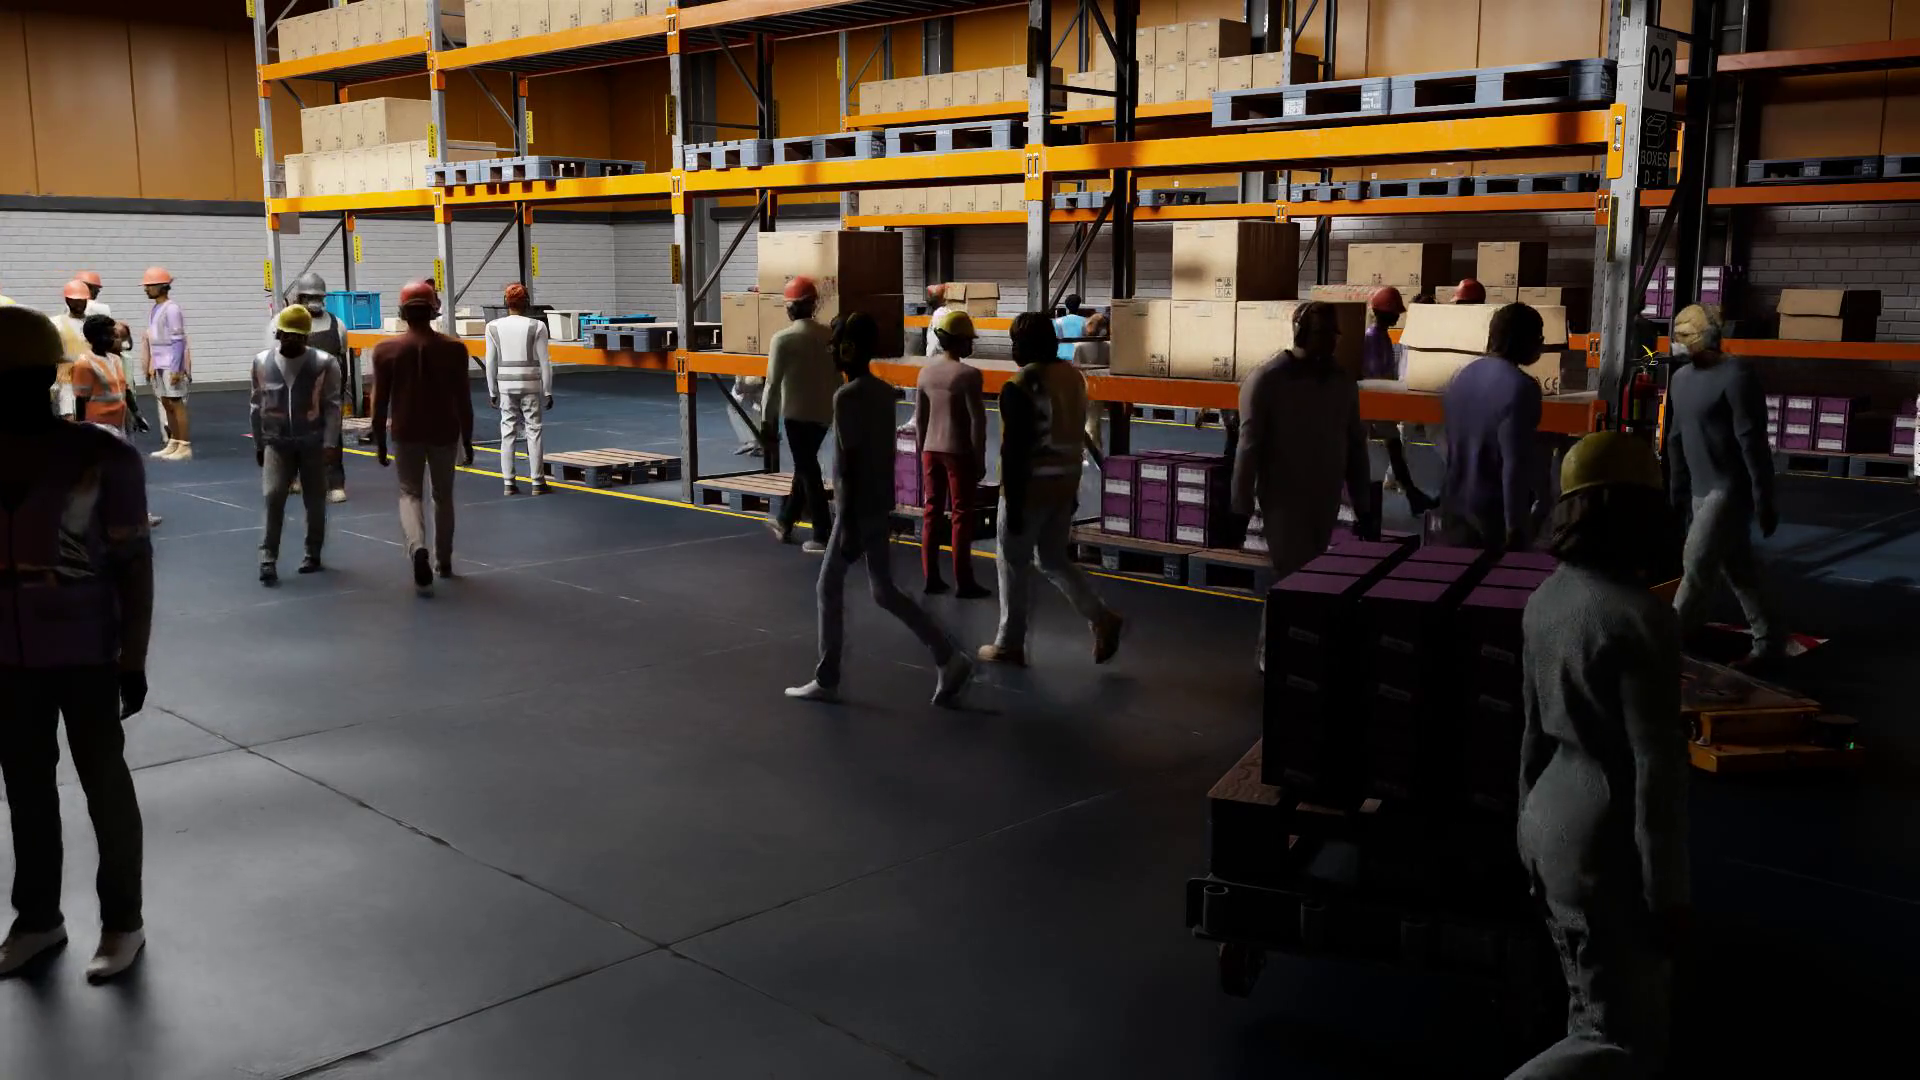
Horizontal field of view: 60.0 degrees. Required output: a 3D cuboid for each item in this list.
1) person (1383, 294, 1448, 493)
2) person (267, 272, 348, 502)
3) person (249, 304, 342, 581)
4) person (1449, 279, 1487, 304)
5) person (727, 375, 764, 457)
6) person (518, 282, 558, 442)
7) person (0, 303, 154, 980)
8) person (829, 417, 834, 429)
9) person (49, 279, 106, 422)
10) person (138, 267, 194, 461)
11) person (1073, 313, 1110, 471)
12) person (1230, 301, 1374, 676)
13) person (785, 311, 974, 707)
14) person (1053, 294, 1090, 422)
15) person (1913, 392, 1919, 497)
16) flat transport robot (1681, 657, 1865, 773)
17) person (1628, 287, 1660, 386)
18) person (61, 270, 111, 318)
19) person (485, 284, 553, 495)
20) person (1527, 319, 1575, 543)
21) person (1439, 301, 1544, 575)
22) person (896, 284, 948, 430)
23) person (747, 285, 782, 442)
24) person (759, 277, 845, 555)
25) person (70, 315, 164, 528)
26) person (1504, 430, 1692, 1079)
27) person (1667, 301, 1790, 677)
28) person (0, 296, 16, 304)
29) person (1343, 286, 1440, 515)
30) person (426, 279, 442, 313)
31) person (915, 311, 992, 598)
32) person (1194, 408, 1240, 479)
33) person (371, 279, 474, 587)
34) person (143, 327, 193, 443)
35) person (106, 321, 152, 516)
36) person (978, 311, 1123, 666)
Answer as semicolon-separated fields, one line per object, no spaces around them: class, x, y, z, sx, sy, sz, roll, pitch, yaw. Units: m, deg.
person;4.151;-1.278;14.771;0.623;1.809;0.902;-6;11;-31
person;-5.711;-1.372;14.622;0.680;2.000;0.939;-6;11;-33
person;-4.318;-0.624;10.800;0.595;1.786;0.839;-2;9;-12
person;4.276;-1.223;14.028;0.361;1.935;0.553;1;9;7
person;-2.284;-1.697;17.883;0.437;1.622;0.542;6;11;34
person;-4.994;-2.078;19.403;0.616;1.885;0.679;9;13;44
person;-2.592;0.300;4.720;0.593;1.925;0.379;1;9;3
person;-1.452;-2.138;20.707;0.533;1.587;0.883;-5;10;-27
person;-8.291;-1.492;15.699;0.563;1.927;0.423;-7;12;-38
person;-8.383;-1.846;17.522;0.391;2.040;0.614;-9;13;-43
person;1.350;-1.510;16.869;0.506;1.587;0.873;-5;11;-29
person;1.671;-0.169;7.787;0.665;1.858;0.951;-5;10;-27
person;-0.382;-0.126;7.634;0.855;1.845;0.533;4;10;25
person;1.471;-2.363;21.753;0.540;1.695;0.317;1;9;4
person;5.647;-0.433;9.294;0.621;1.901;0.420;3;10;17
flat transport robot;3.181;0.709;7.275;0.652;0.197;1.431;-2;9;-9
person;6.442;-1.482;15.881;0.554;1.849;0.445;-3;10;-15
person;-9.893;-2.060;18.934;0.622;2.018;0.849;2;9;11
person;-3.926;-1.333;14.868;0.584;1.882;0.347;0;9;1
person;3.785;-0.607;10.804;0.545;1.745;0.540;-8;12;-41
person;2.352;-0.118;7.481;0.912;1.896;0.633;-6;11;-31
person;-0.271;-2.178;20.213;0.977;1.840;0.592;0;9;-2
person;-2.276;-2.047;19.375;0.405;1.838;0.591;4;10;23
person;-1.201;-0.890;11.924;0.961;1.950;0.647;9;13;42
person;-6.503;-0.894;12.822;0.740;1.666;0.543;0;9;2
person;1.210;0.636;3.325;0.578;1.700;0.528;-1;9;-4
person;3.674;-0.221;8.099;1.019;1.882;0.645;0;9;-2
person;-6.999;-0.892;12.341;0.404;1.825;0.592;-5;10;-27
person;3.451;-1.109;13.515;1.039;1.867;0.554;4;10;25
person;-7.549;-2.805;24.004;0.615;1.841;0.993;-8;12;-42
person;-0.042;-0.527;10.292;0.527;1.765;0.329;8;12;40
person;2.215;-1.049;13.429;0.535;1.789;0.993;-6;11;-32
person;-3.423;-0.677;10.629;0.622;1.971;0.834;-3;10;-20
person;-9.174;-1.912;19.221;0.555;1.618;0.430;-1;9;-4
person;-6.967;-0.984;13.581;0.630;1.615;0.507;1;9;3
person;0.444;-0.236;8.334;0.716;1.816;0.631;8;12;40
